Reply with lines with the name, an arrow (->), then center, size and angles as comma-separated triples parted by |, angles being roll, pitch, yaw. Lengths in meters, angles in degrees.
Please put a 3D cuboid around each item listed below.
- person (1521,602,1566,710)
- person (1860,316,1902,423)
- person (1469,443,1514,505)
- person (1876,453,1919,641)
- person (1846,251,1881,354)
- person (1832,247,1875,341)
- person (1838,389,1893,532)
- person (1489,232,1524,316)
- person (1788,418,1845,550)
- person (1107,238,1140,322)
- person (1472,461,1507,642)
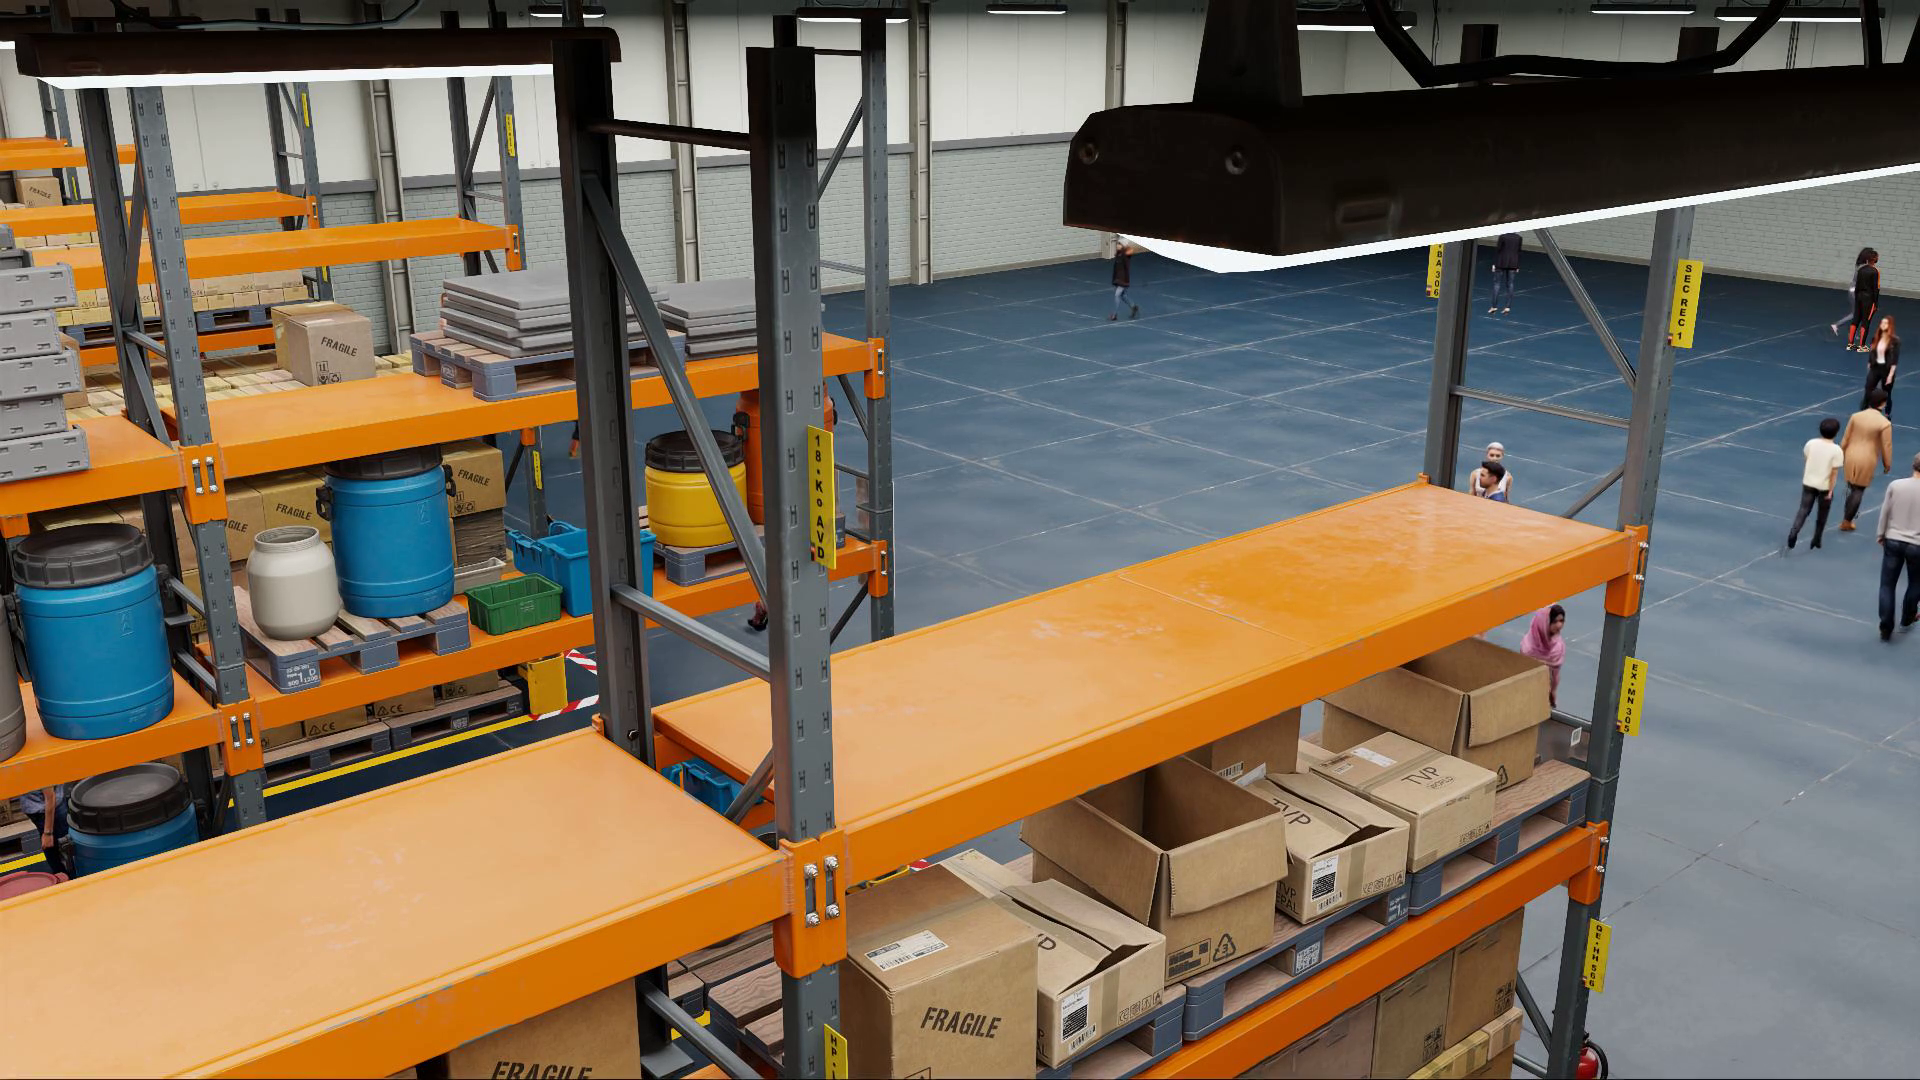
person -> 4.540, 1.213, 13.412 | 1.109, 1.570, 0.830 | -11, 21, -31
person -> 13.606, -2.435, 24.446 | 1.102, 1.676, 0.597 | -14, 23, -37
person -> 5.554, -0.202, 17.544 | 0.680, 1.703, 0.717 | 4, 18, 11
person -> 9.309, 0.081, 16.383 | 0.875, 1.884, 1.091 | 14, 22, 36
person -> 16.330, -4.313, 29.996 | 0.644, 1.809, 0.681 | -7, 19, -20
person -> 16.554, -4.542, 30.807 | 1.002, 1.742, 0.932 | 0, 18, 0
person -> 10.682, -0.938, 19.803 | 0.848, 1.704, 0.729 | -13, 22, -34
person -> 9.934, -5.006, 30.334 | 0.822, 1.782, 0.788 | 2, 18, 6
person -> 9.763, -0.603, 18.993 | 0.891, 1.569, 0.603 | -15, 23, -39
person -> 3.250, -5.142, 32.860 | 1.067, 1.613, 0.802 | -8, 20, -24
person -> 5.263, 0.123, 16.332 | 0.870, 1.836, 0.806 | 1, 18, 2
